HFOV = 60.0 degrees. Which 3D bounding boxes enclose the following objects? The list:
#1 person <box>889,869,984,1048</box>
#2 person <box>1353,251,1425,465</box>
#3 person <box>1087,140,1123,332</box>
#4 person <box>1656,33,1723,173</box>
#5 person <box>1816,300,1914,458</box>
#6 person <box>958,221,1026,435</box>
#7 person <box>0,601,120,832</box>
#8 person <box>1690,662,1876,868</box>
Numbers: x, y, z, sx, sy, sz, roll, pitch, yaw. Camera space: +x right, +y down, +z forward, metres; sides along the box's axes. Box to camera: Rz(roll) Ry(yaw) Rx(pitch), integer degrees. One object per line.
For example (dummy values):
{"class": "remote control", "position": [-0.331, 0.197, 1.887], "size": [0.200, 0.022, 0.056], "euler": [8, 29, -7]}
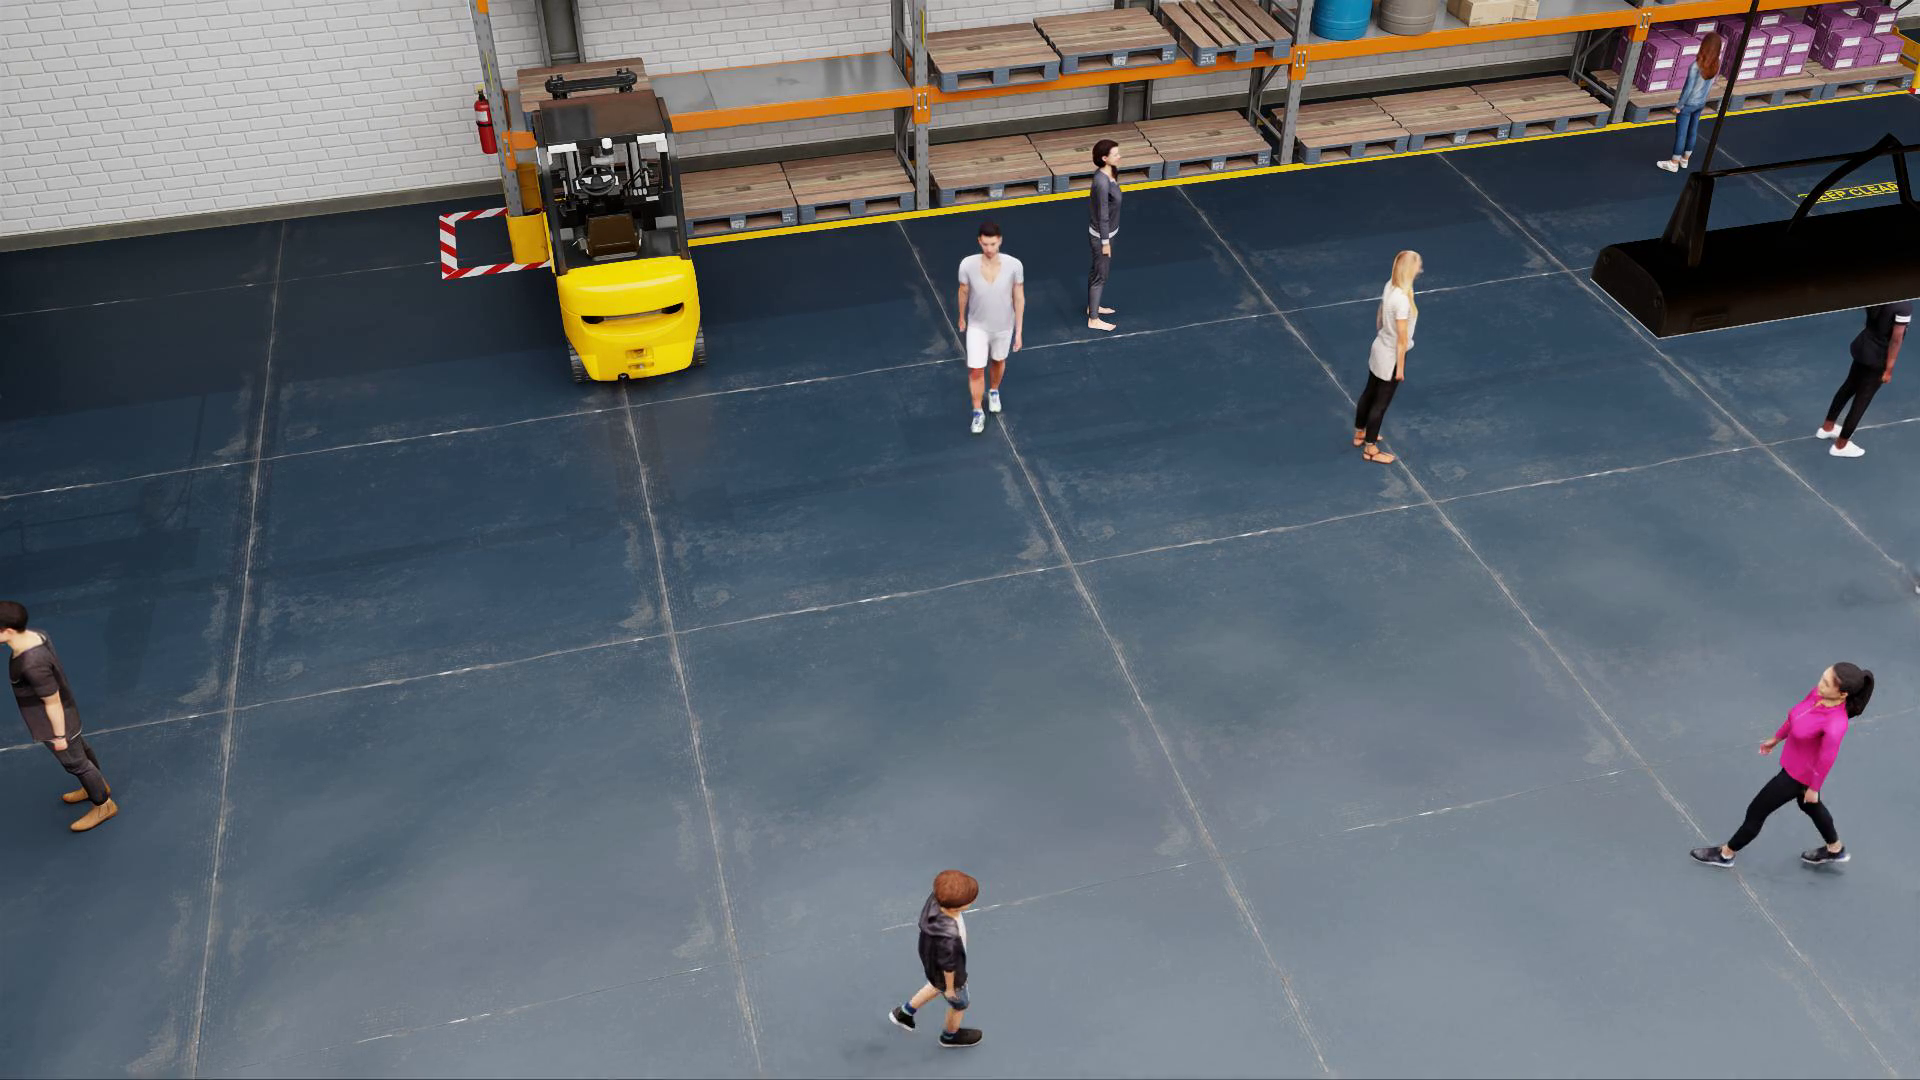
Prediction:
{"class": "person", "position": [-0.130, 2.243, 8.804], "size": [0.734, 1.432, 0.560], "euler": [-8, 39, -10]}
{"class": "person", "position": [3.370, -1.455, 13.120], "size": [0.564, 1.824, 0.631], "euler": [-5, 39, -6]}
{"class": "person", "position": [1.264, -2.723, 14.753], "size": [0.628, 1.768, 0.672], "euler": [2, 39, 2]}
{"class": "person", "position": [7.621, -4.549, 17.272], "size": [0.522, 1.477, 0.672], "euler": [-20, 43, -23]}
{"class": "person", "position": [7.248, -1.460, 13.204], "size": [0.630, 1.727, 0.654], "euler": [0, 39, -1]}
{"class": "person", "position": [0.263, -1.838, 13.606], "size": [0.892, 1.816, 0.853], "euler": [-2, 39, -3]}
{"class": "person", "position": [-5.503, 1.036, 10.087], "size": [0.643, 1.716, 0.683], "euler": [-20, 43, -24]}
{"class": "person", "position": [5.022, 1.359, 9.735], "size": [1.207, 1.660, 0.971], "euler": [10, 40, 12]}
